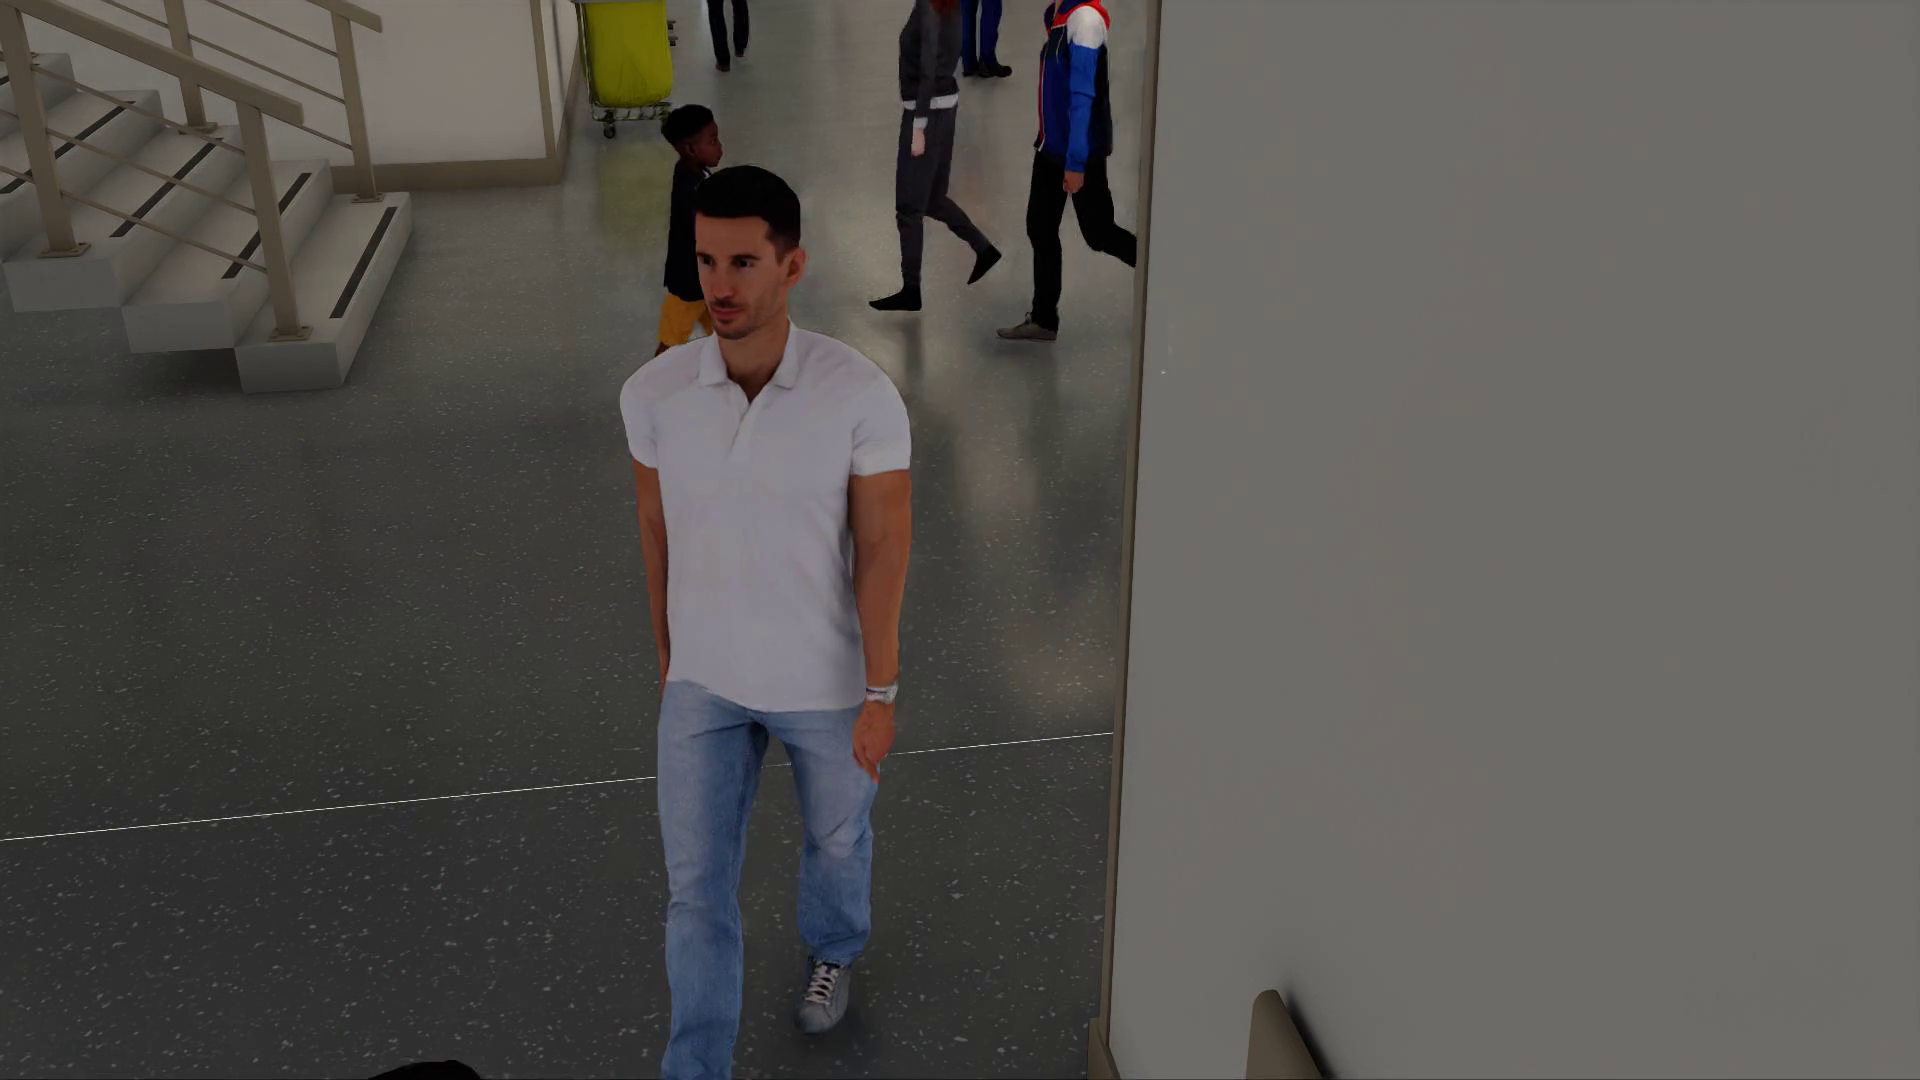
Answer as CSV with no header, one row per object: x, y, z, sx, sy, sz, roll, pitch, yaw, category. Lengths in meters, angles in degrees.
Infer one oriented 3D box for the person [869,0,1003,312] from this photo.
-0.075,-1.904,7.607,0.923,1.765,0.744,1,26,2,person

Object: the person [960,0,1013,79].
0.137,-4.620,13.103,0.843,1.883,0.897,20,32,35,person

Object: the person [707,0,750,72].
-1.907,-4.677,13.313,1.030,1.805,0.796,-7,27,-13,person

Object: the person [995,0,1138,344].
0.575,-1.698,7.227,1.086,1.724,0.748,-8,27,-17,person

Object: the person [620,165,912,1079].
-0.327,0.209,3.156,1.119,1.826,0.976,4,26,9,person
